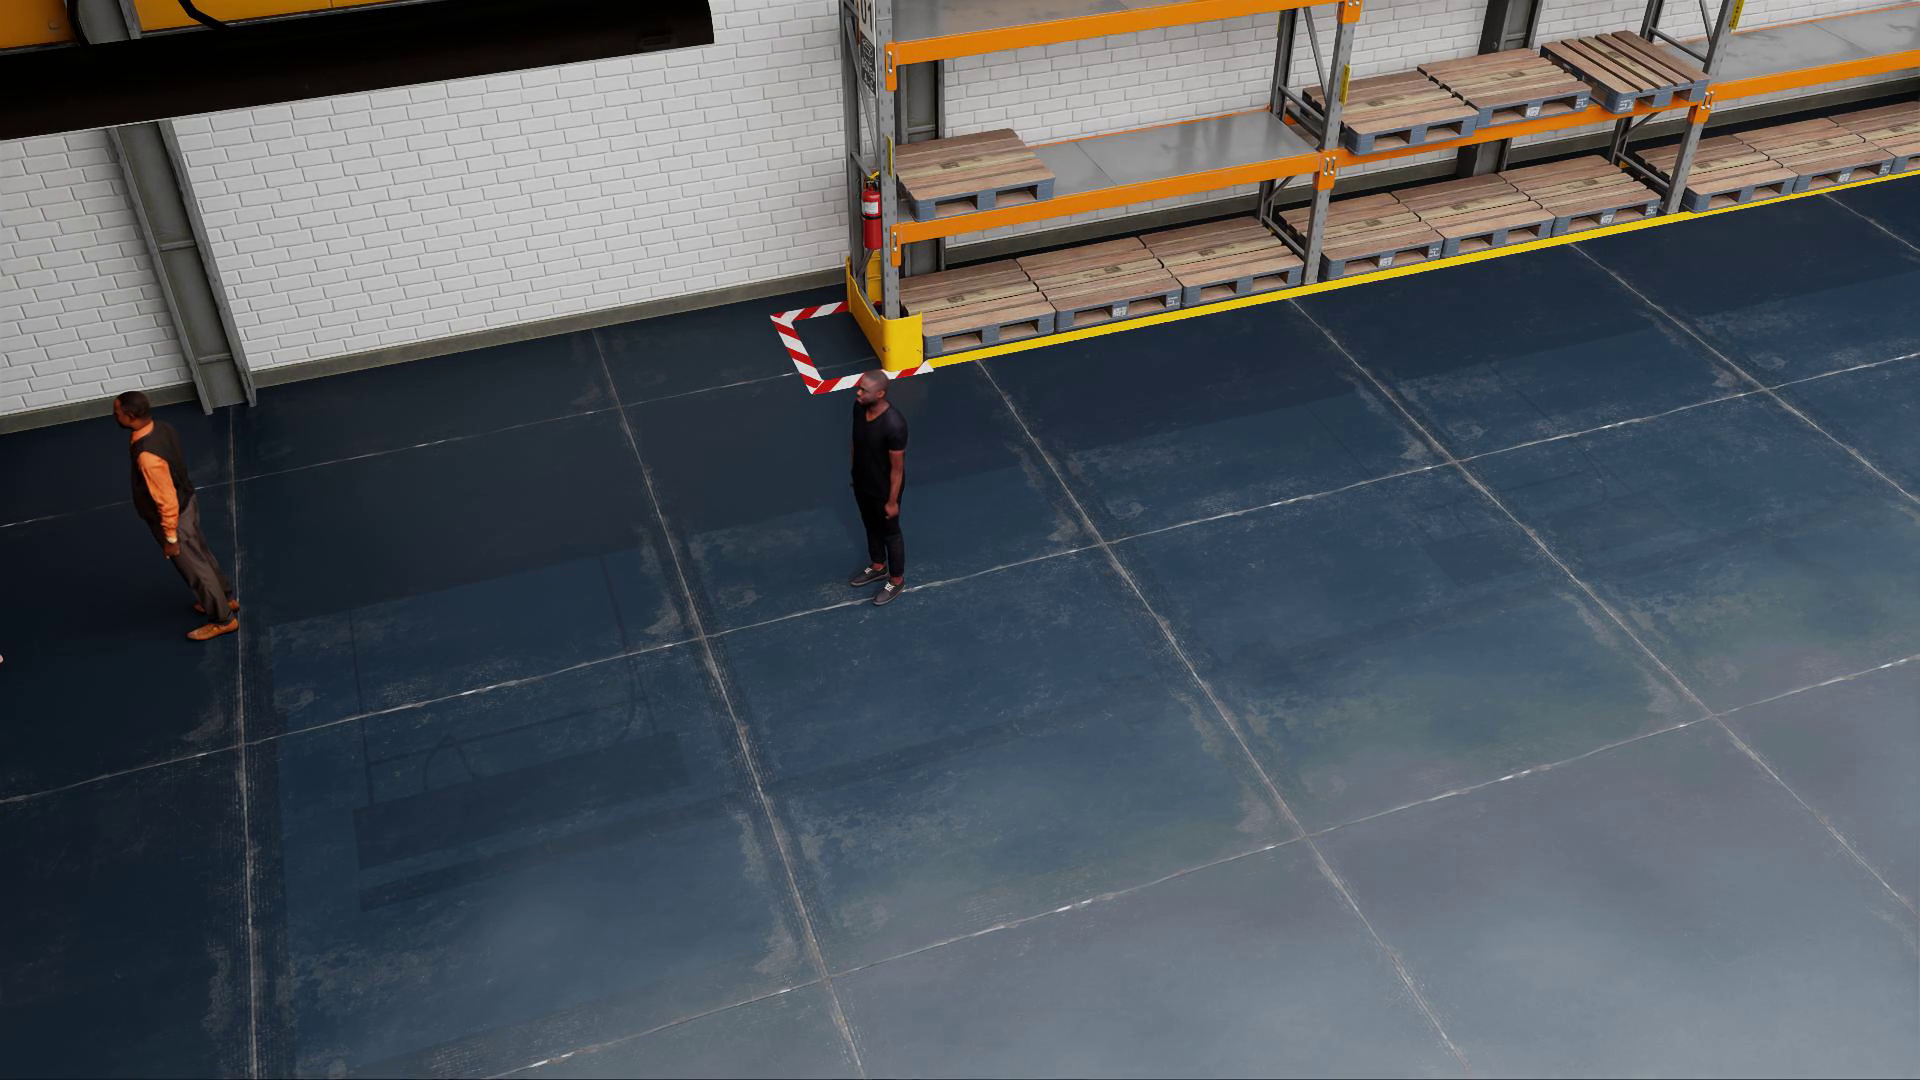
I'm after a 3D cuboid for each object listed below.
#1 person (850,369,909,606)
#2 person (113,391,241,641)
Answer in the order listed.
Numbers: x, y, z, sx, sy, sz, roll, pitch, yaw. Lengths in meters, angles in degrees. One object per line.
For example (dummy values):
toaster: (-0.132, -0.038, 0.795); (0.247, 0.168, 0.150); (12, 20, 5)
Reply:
person: (-0.545, -0.380, 11.260); (0.680, 1.820, 0.731); (-27, 46, -29)
person: (-5.145, -0.167, 10.923); (0.625, 1.907, 0.716); (-9, 40, -11)
